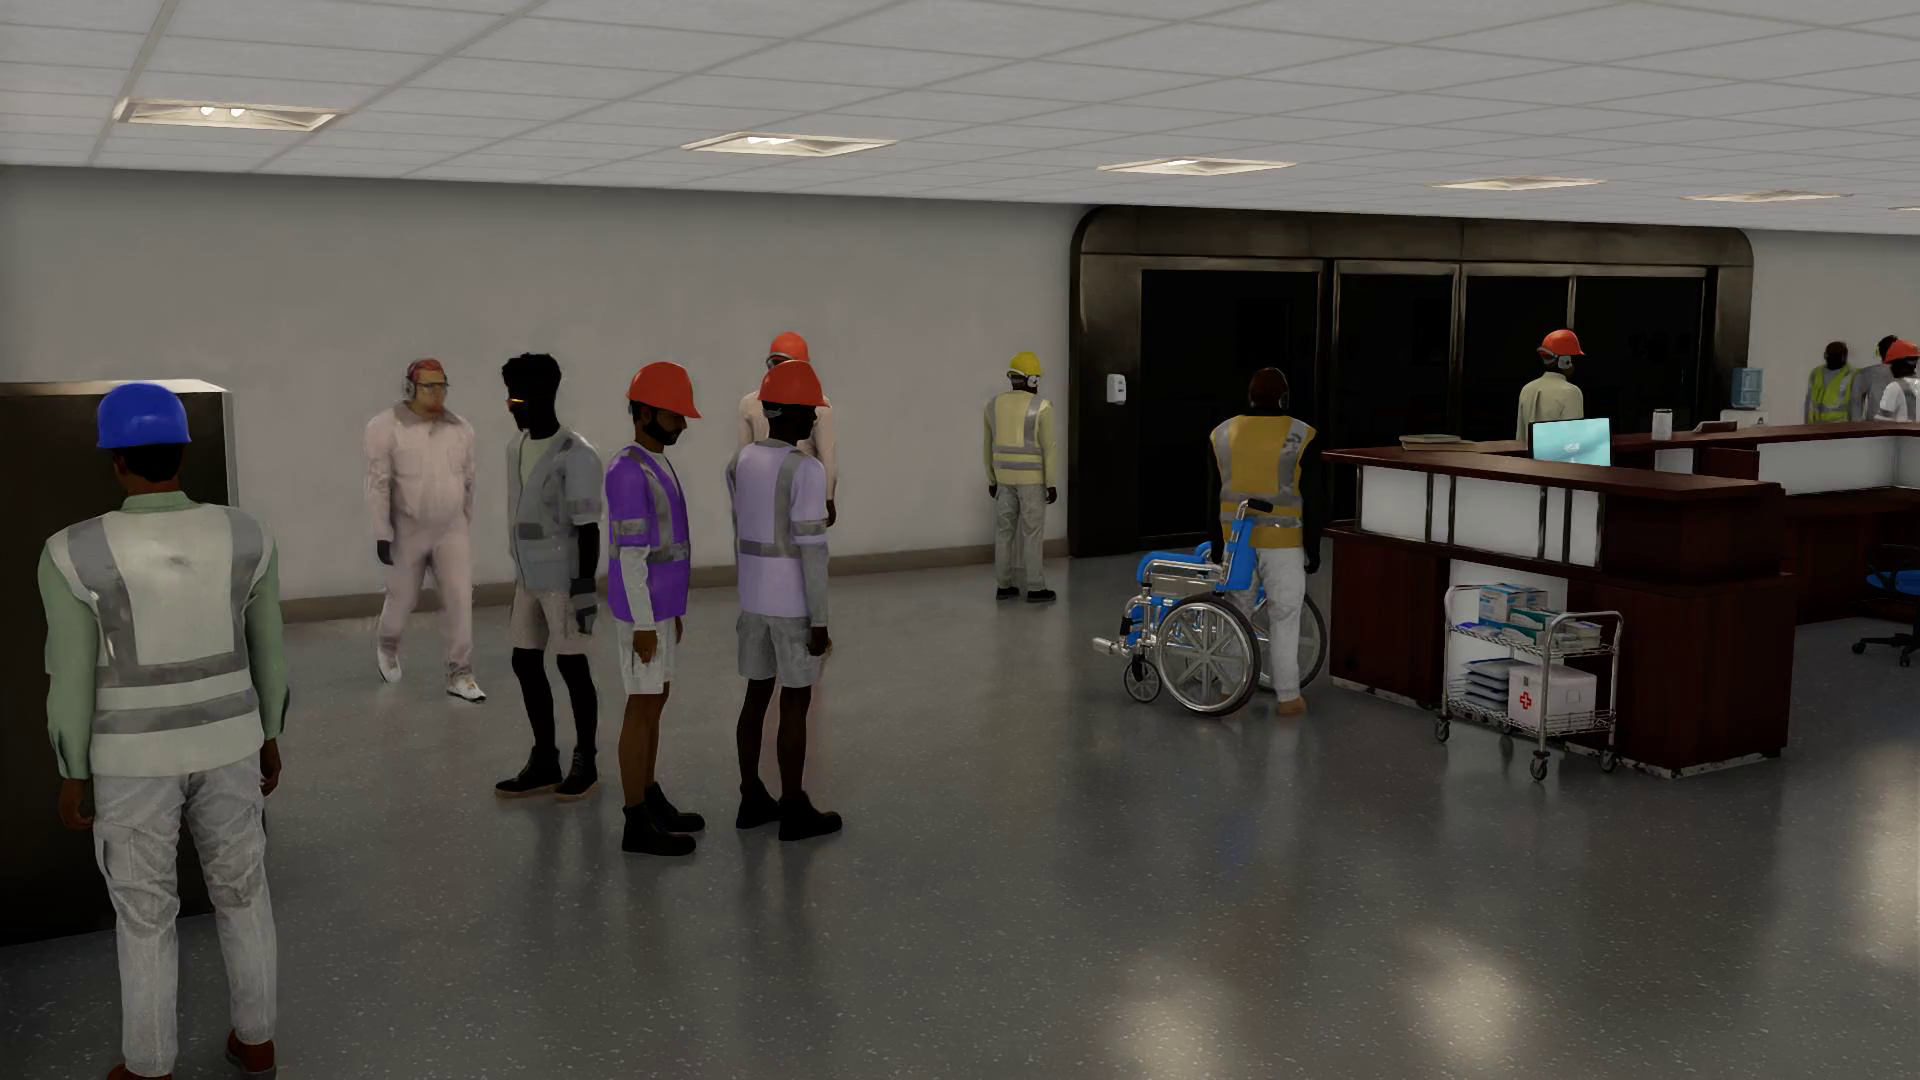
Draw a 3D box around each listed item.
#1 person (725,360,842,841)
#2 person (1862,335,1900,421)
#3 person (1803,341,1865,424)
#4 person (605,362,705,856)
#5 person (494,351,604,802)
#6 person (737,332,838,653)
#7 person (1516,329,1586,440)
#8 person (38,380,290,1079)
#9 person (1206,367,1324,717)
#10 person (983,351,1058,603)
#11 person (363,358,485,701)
[{"bbox_3d":[-0.698,0.244,6.724,0.543,1.930,0.388,7,11,43],"label":"person"},{"bbox_3d":[9.585,-1.185,17.272,0.515,1.872,0.333,7,10,40],"label":"person"},{"bbox_3d":[9.283,-1.205,17.628,0.622,1.813,0.671,-5,9,-30],"label":"person"},{"bbox_3d":[-1.192,0.264,6.575,0.374,1.928,0.542,0,8,1],"label":"person"},{"bbox_3d":[-1.791,0.163,7.201,0.647,1.948,0.439,7,10,41],"label":"person"},{"bbox_3d":[-1.053,-0.278,10.248,0.623,1.992,0.396,1,8,9],"label":"person"},{"bbox_3d":[4.140,-0.466,11.614,0.381,1.994,0.622,-3,8,-20],"label":"person"},{"bbox_3d":[-2.092,0.550,4.427,0.605,1.948,0.384,-8,11,-44],"label":"person"},{"bbox_3d":[1.609,0.009,8.776,0.630,1.835,0.429,5,9,30],"label":"person"},{"bbox_3d":[0.461,-0.458,12.139,0.600,1.829,0.404,5,9,34],"label":"person"},{"bbox_3d":[-2.982,-0.074,9.218,0.638,1.872,0.880,-6,10,-38],"label":"person"}]
